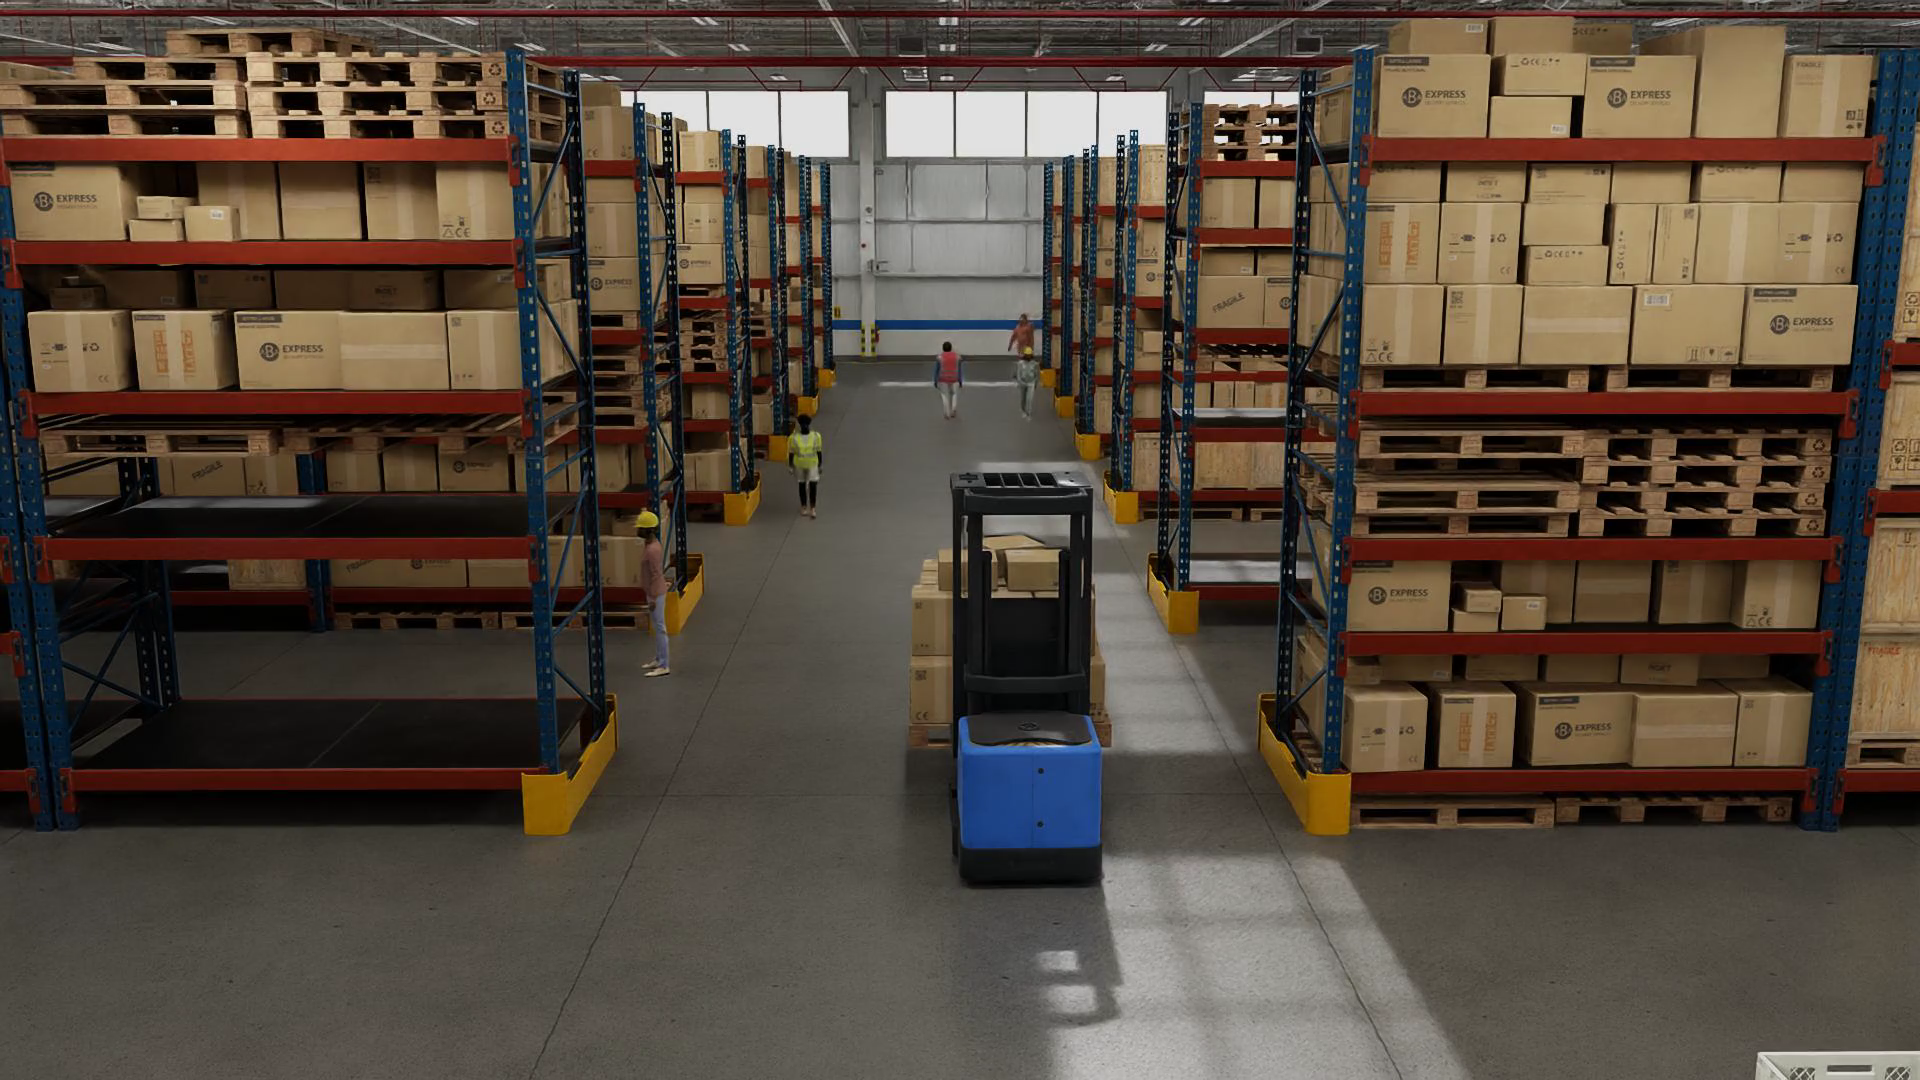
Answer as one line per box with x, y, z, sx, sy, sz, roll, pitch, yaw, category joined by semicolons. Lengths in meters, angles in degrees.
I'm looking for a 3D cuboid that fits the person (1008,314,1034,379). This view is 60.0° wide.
1.806;-5.597;47.984;0.760;1.864;0.810;11;16;43;person

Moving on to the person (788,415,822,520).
-2.460;-1.153;26.446;0.552;1.645;0.867;-1;11;-5;person

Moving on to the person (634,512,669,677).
-3.266;0.569;17.654;0.318;1.769;0.522;-3;12;-13;person

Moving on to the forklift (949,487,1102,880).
0.495;0.986;12.813;1.129;2.768;1.873;0;11;-2;forklift

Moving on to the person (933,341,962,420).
-0.310;-3.728;38.800;0.661;1.821;0.659;-3;12;-14;person

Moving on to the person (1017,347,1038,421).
1.571;-3.645;38.664;0.481;1.716;0.798;1;11;3;person
